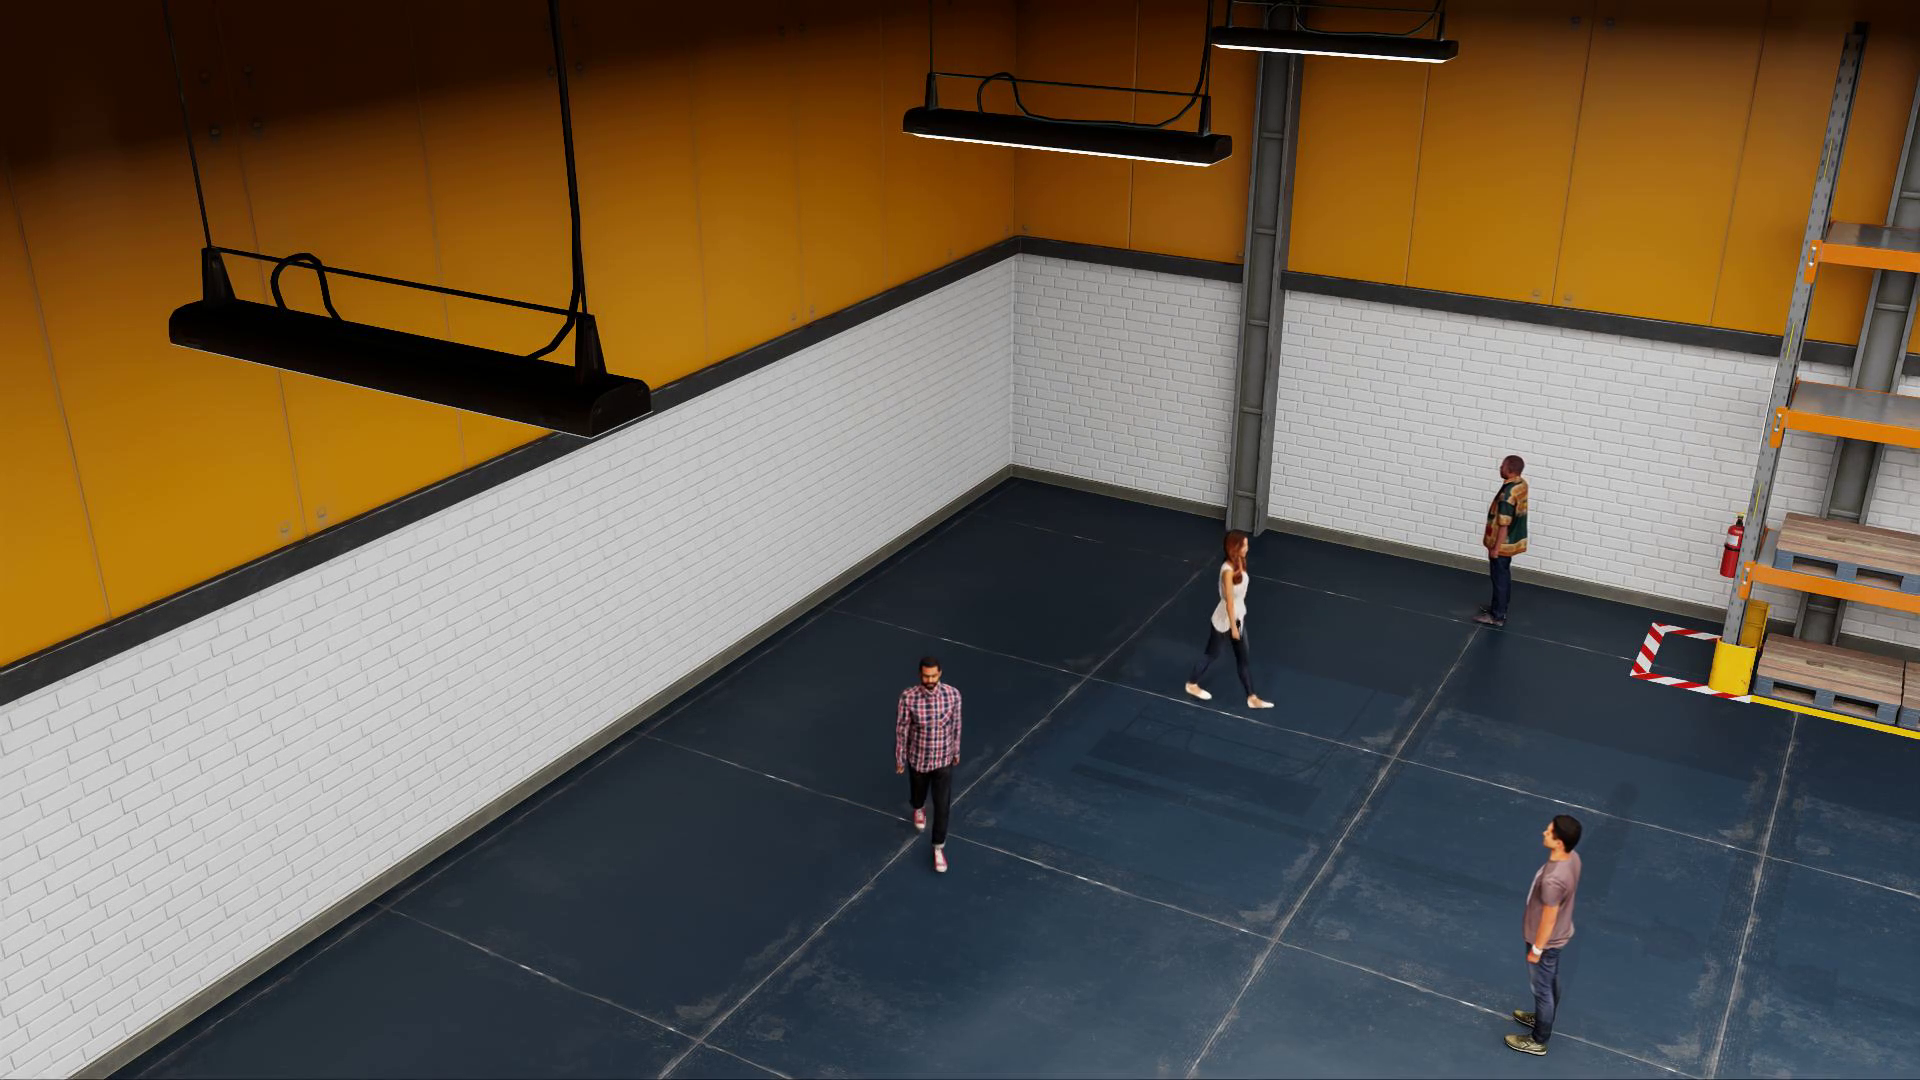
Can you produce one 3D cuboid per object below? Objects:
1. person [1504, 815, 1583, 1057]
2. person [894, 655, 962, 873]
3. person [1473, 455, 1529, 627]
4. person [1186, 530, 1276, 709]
[{"bbox_3d":[3.883,2.580,10.932,0.531,1.778,0.616,14,27,29],"label":"person"},{"bbox_3d":[-0.244,1.663,13.071,1.134,1.745,1.145,-3,24,-6],"label":"person"},{"bbox_3d":[5.509,-0.008,16.816,0.639,1.807,0.682,14,27,29],"label":"person"},{"bbox_3d":[2.358,0.734,15.204,1.075,1.739,0.621,14,27,29],"label":"person"}]
